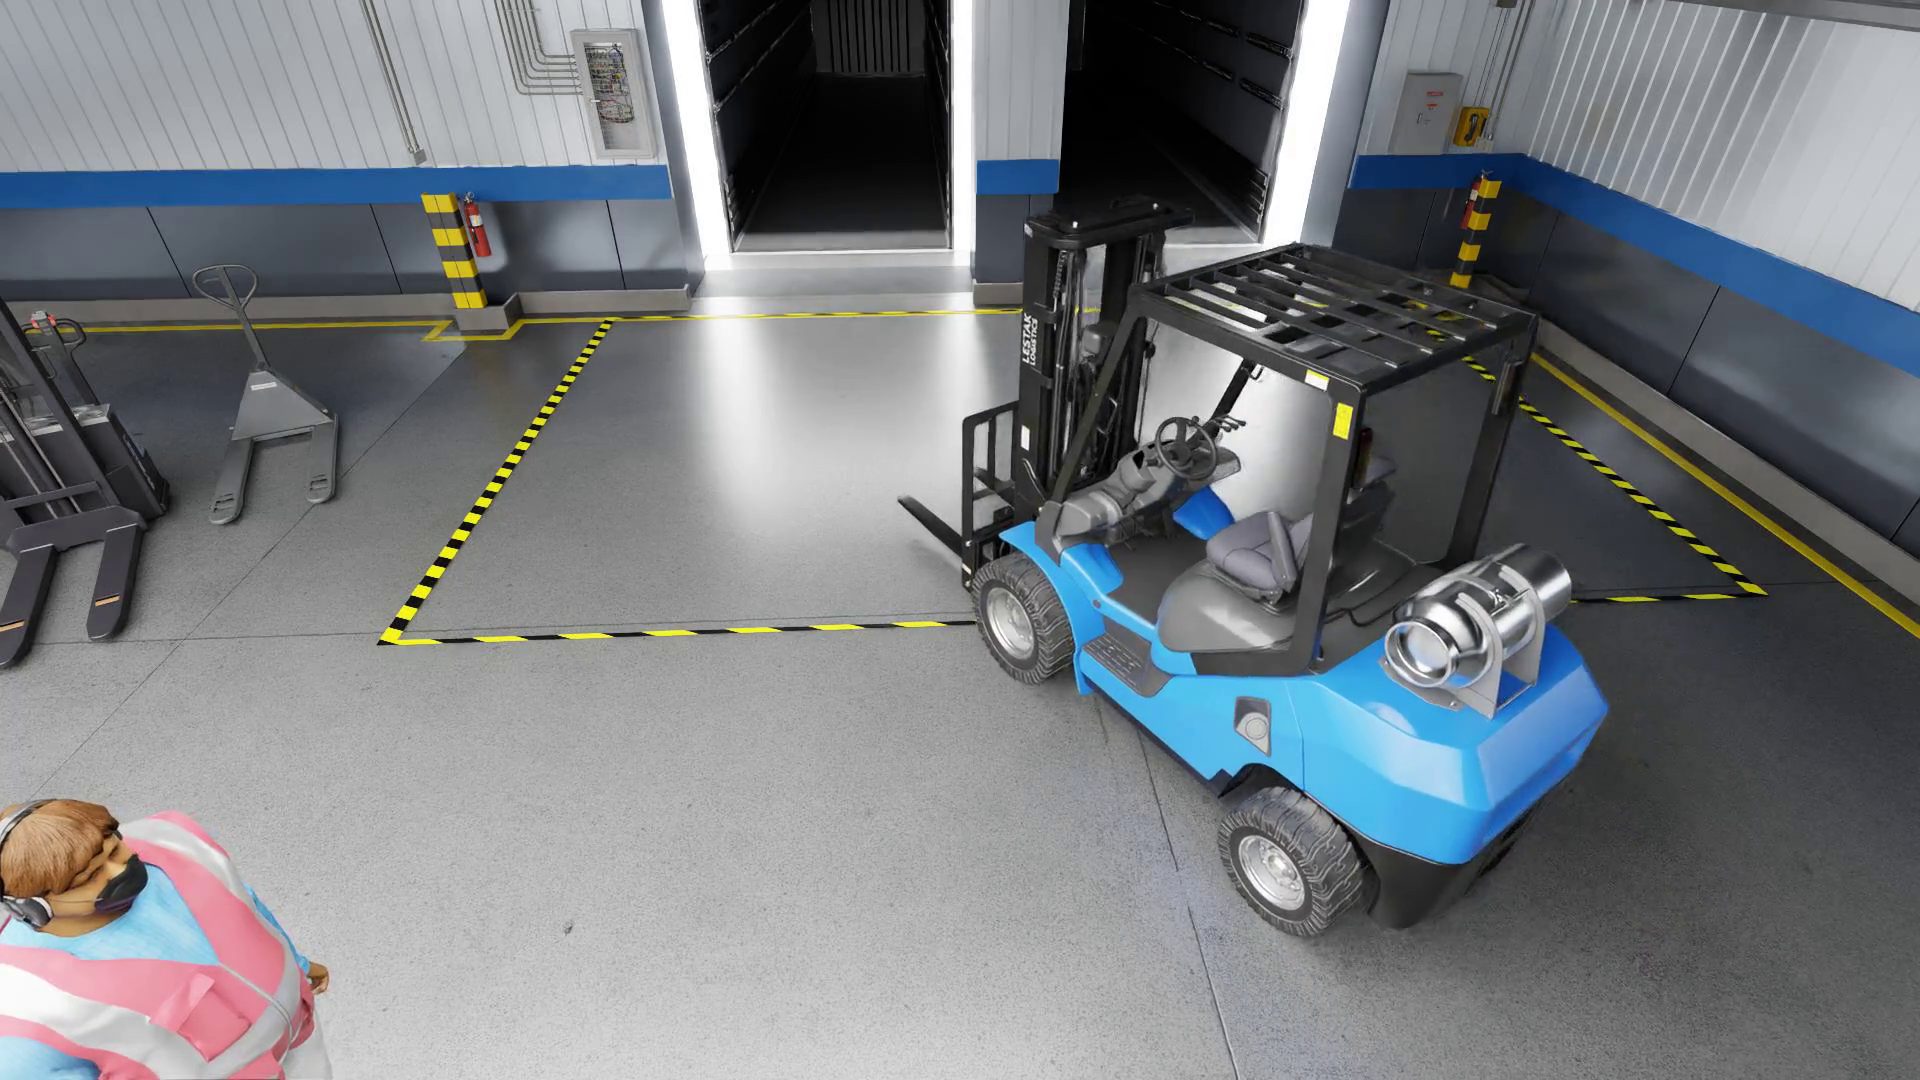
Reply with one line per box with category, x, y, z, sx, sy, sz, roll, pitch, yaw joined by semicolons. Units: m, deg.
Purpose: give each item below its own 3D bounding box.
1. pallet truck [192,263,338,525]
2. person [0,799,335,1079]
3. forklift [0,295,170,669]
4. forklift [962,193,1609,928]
pallet truck;-4.778;-1.027;6.128;0.680;1.201;1.601;-17;38;-23
person;-1.805;1.288;2.274;0.431;1.845;0.619;-1;35;-2
forklift;-5.212;-0.618;4.878;0.823;1.965;1.885;-20;39;-26
forklift;1.225;-0.103;3.828;1.157;2.036;2.680;-22;40;-28
